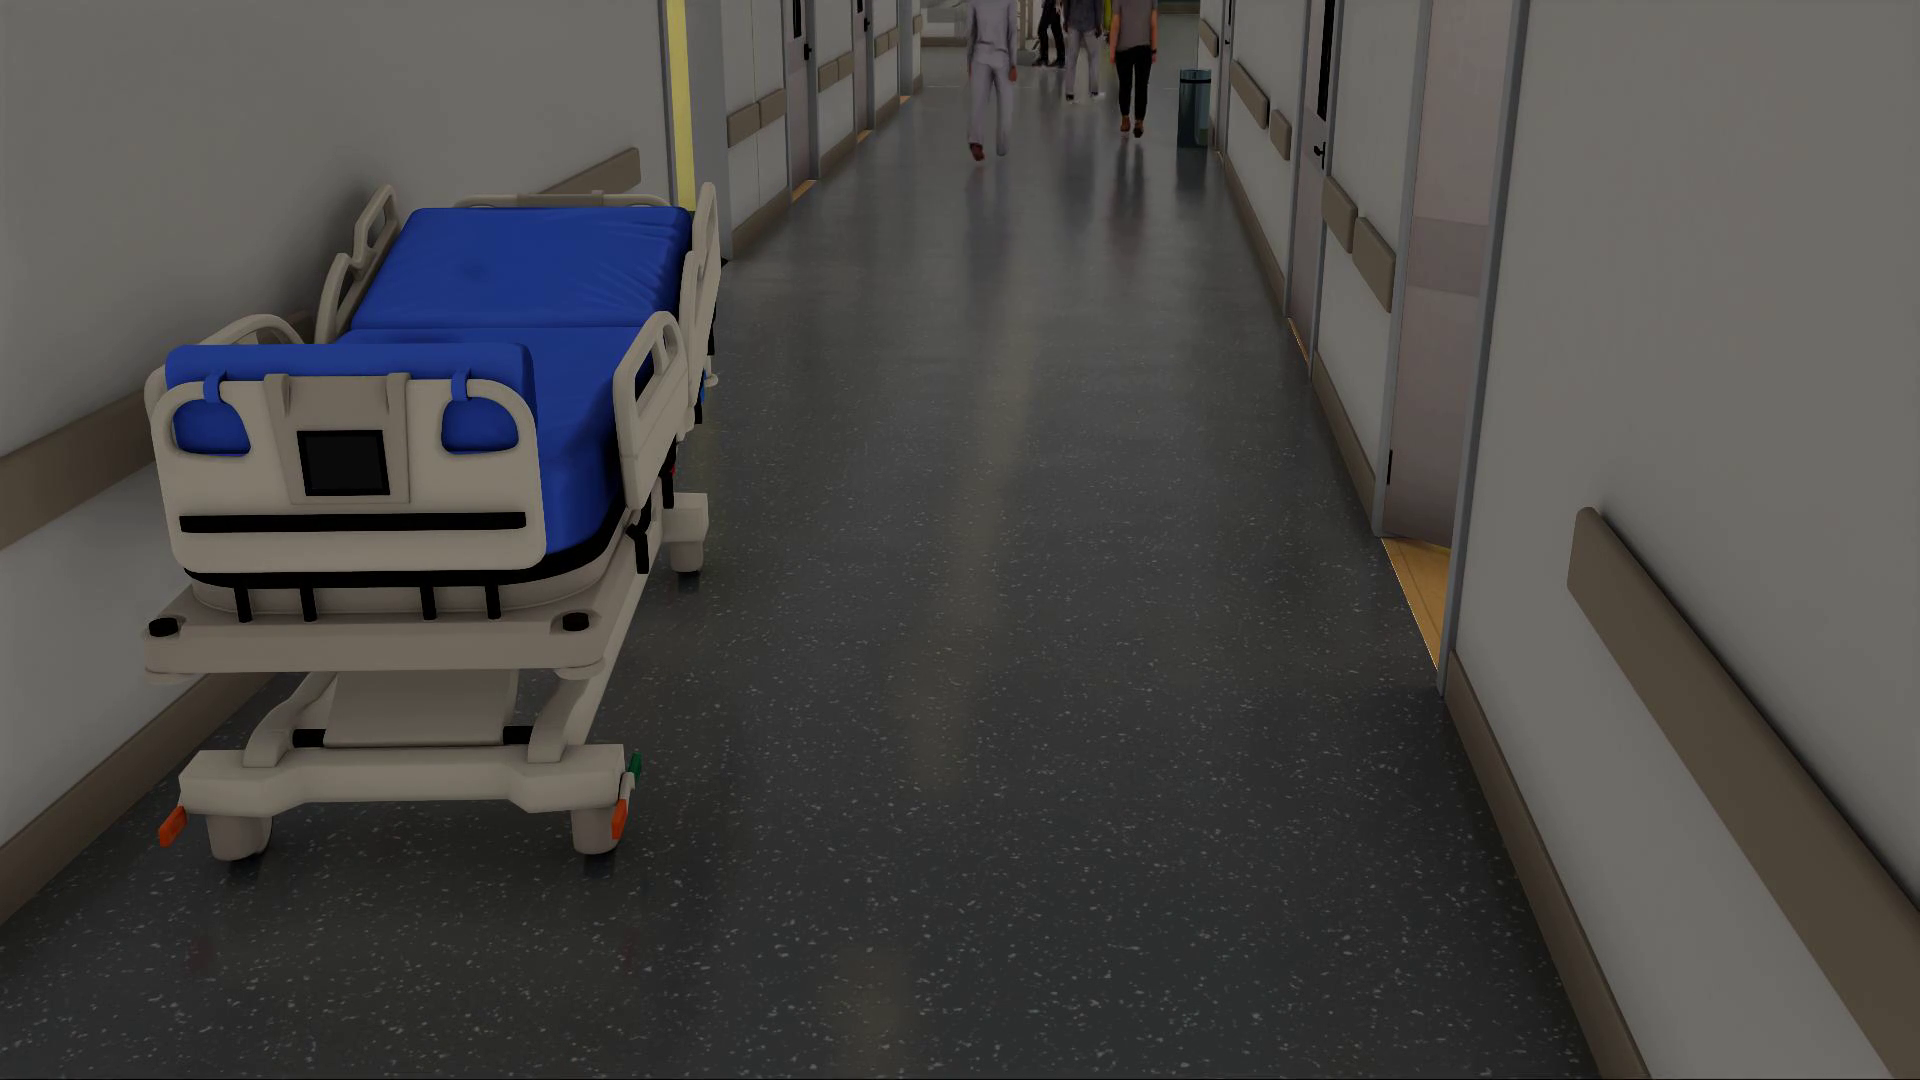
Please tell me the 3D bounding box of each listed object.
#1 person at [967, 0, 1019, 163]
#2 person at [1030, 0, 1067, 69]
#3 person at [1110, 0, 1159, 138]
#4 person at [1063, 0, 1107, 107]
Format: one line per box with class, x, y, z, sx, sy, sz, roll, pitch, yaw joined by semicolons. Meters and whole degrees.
person;0.267;-4.258;14.890;1.079;1.707;0.823;5;21;13
person;1.414;-7.670;23.779;0.802;1.791;0.722;-1;21;-4
person;1.723;-4.872;16.552;1.041;1.679;0.690;2;21;6
person;1.361;-5.898;19.080;1.083;1.807;1.054;11;24;27
